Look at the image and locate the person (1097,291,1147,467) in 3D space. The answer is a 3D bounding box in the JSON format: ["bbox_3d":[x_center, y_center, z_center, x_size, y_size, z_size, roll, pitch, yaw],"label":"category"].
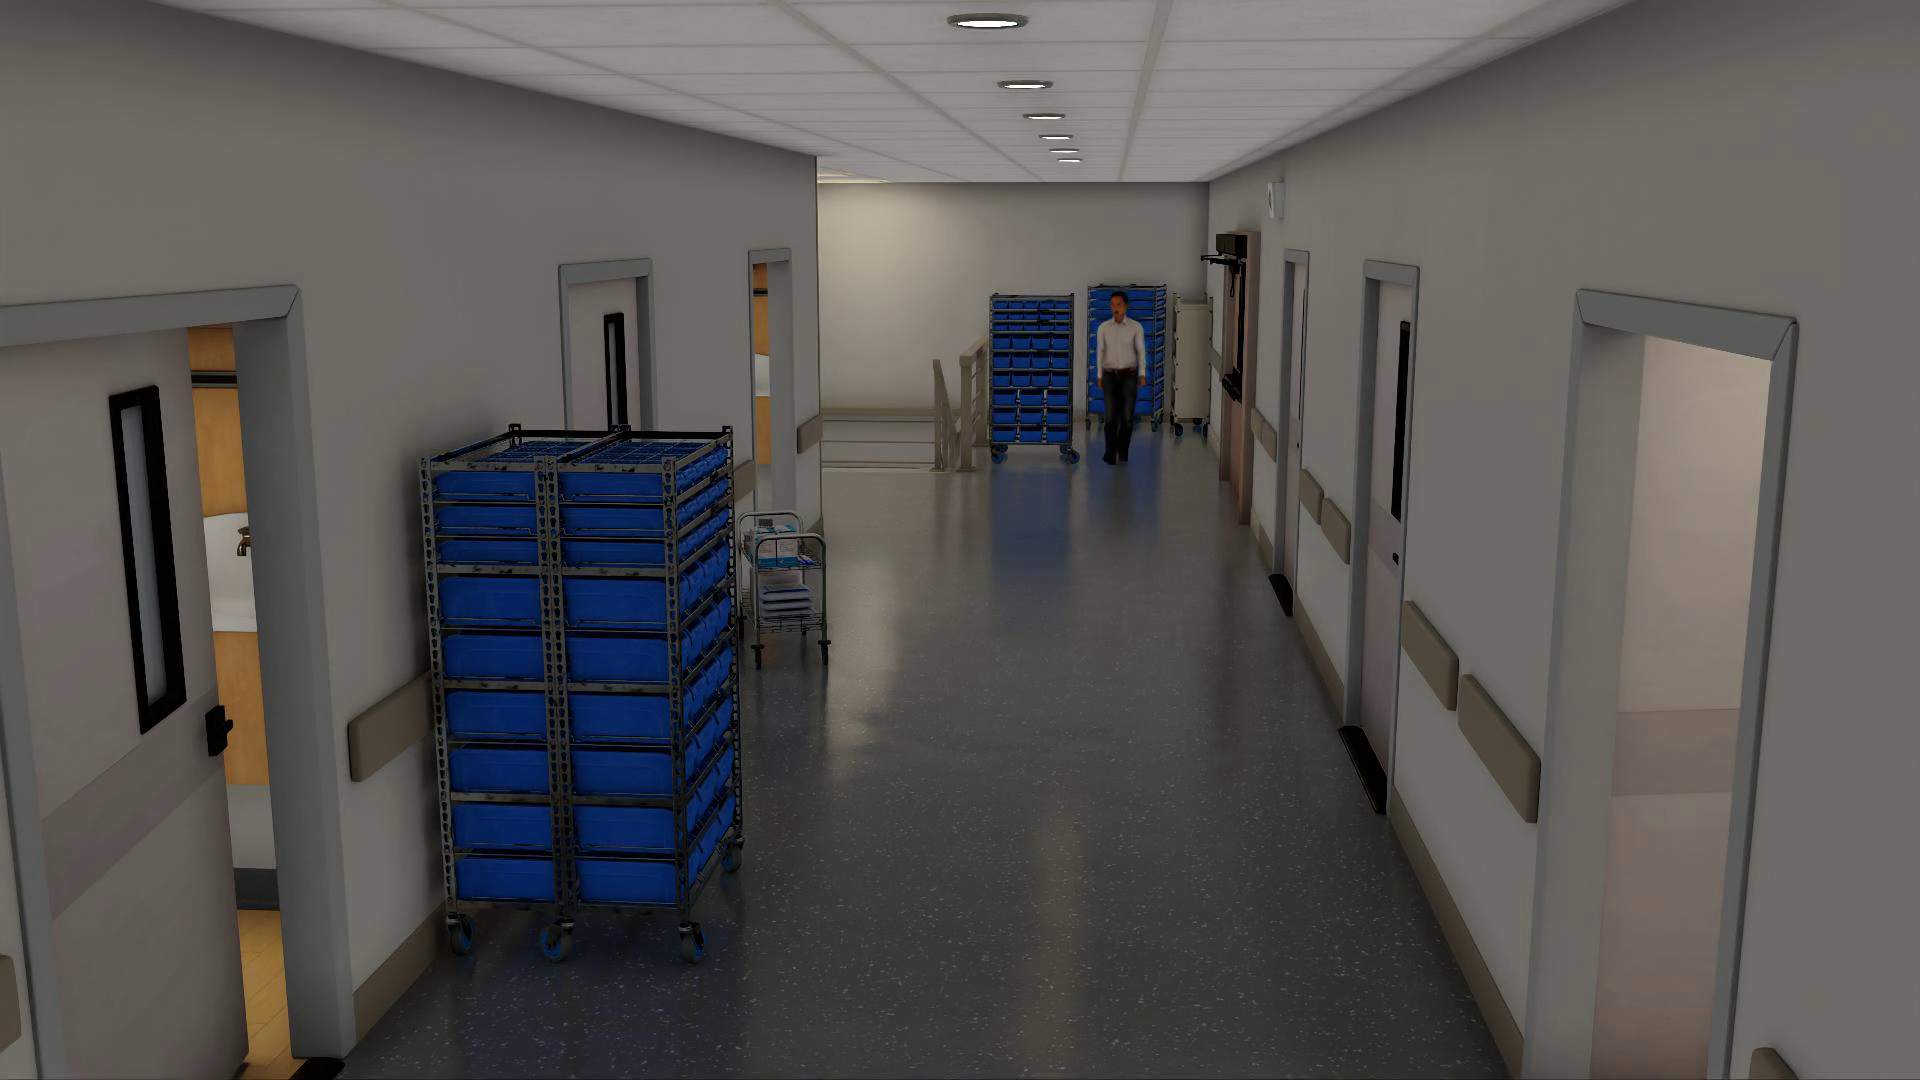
[{"bbox_3d":[1.682,-1.647,17.185,0.780,1.765,1.173,2,11,12],"label":"person"}]
